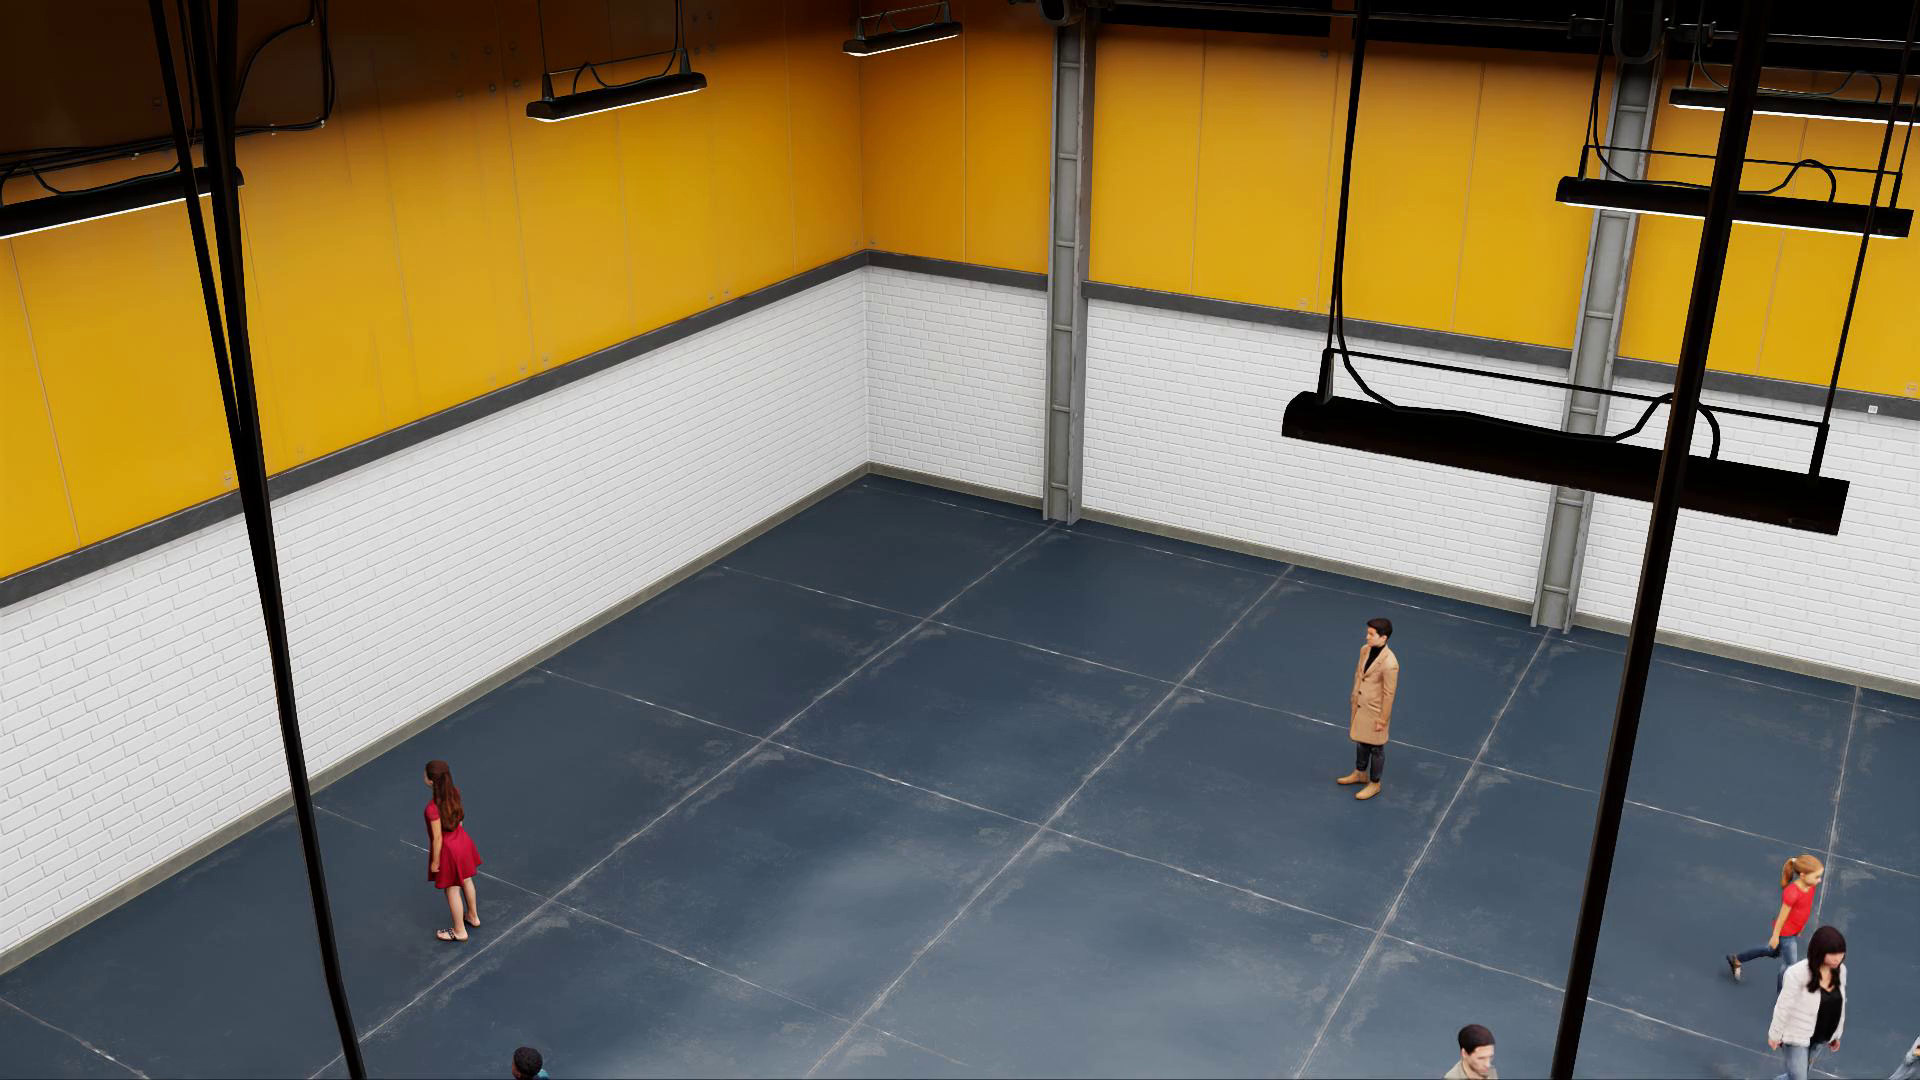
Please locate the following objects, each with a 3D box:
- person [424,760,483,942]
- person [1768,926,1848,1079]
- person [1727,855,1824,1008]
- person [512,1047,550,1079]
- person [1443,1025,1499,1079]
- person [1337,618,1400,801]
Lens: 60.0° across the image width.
[{"bbox_3d":[-3.961,2.391,12.911,0.661,1.553,0.605,7,25,16],"label":"person"},{"bbox_3d":[5.531,3.187,10.997,0.728,1.627,0.778,-7,25,-16],"label":"person"},{"bbox_3d":[6.007,2.839,12.227,0.688,1.281,0.936,-17,29,-34],"label":"person"},{"bbox_3d":[-2.652,3.673,10.350,0.502,1.256,0.528,9,25,19],"label":"person"},{"bbox_3d":[2.892,3.606,9.740,0.673,1.867,0.754,21,31,39],"label":"person"},{"bbox_3d":[3.678,1.469,14.804,0.821,1.727,0.744,-9,25,-20],"label":"person"}]
